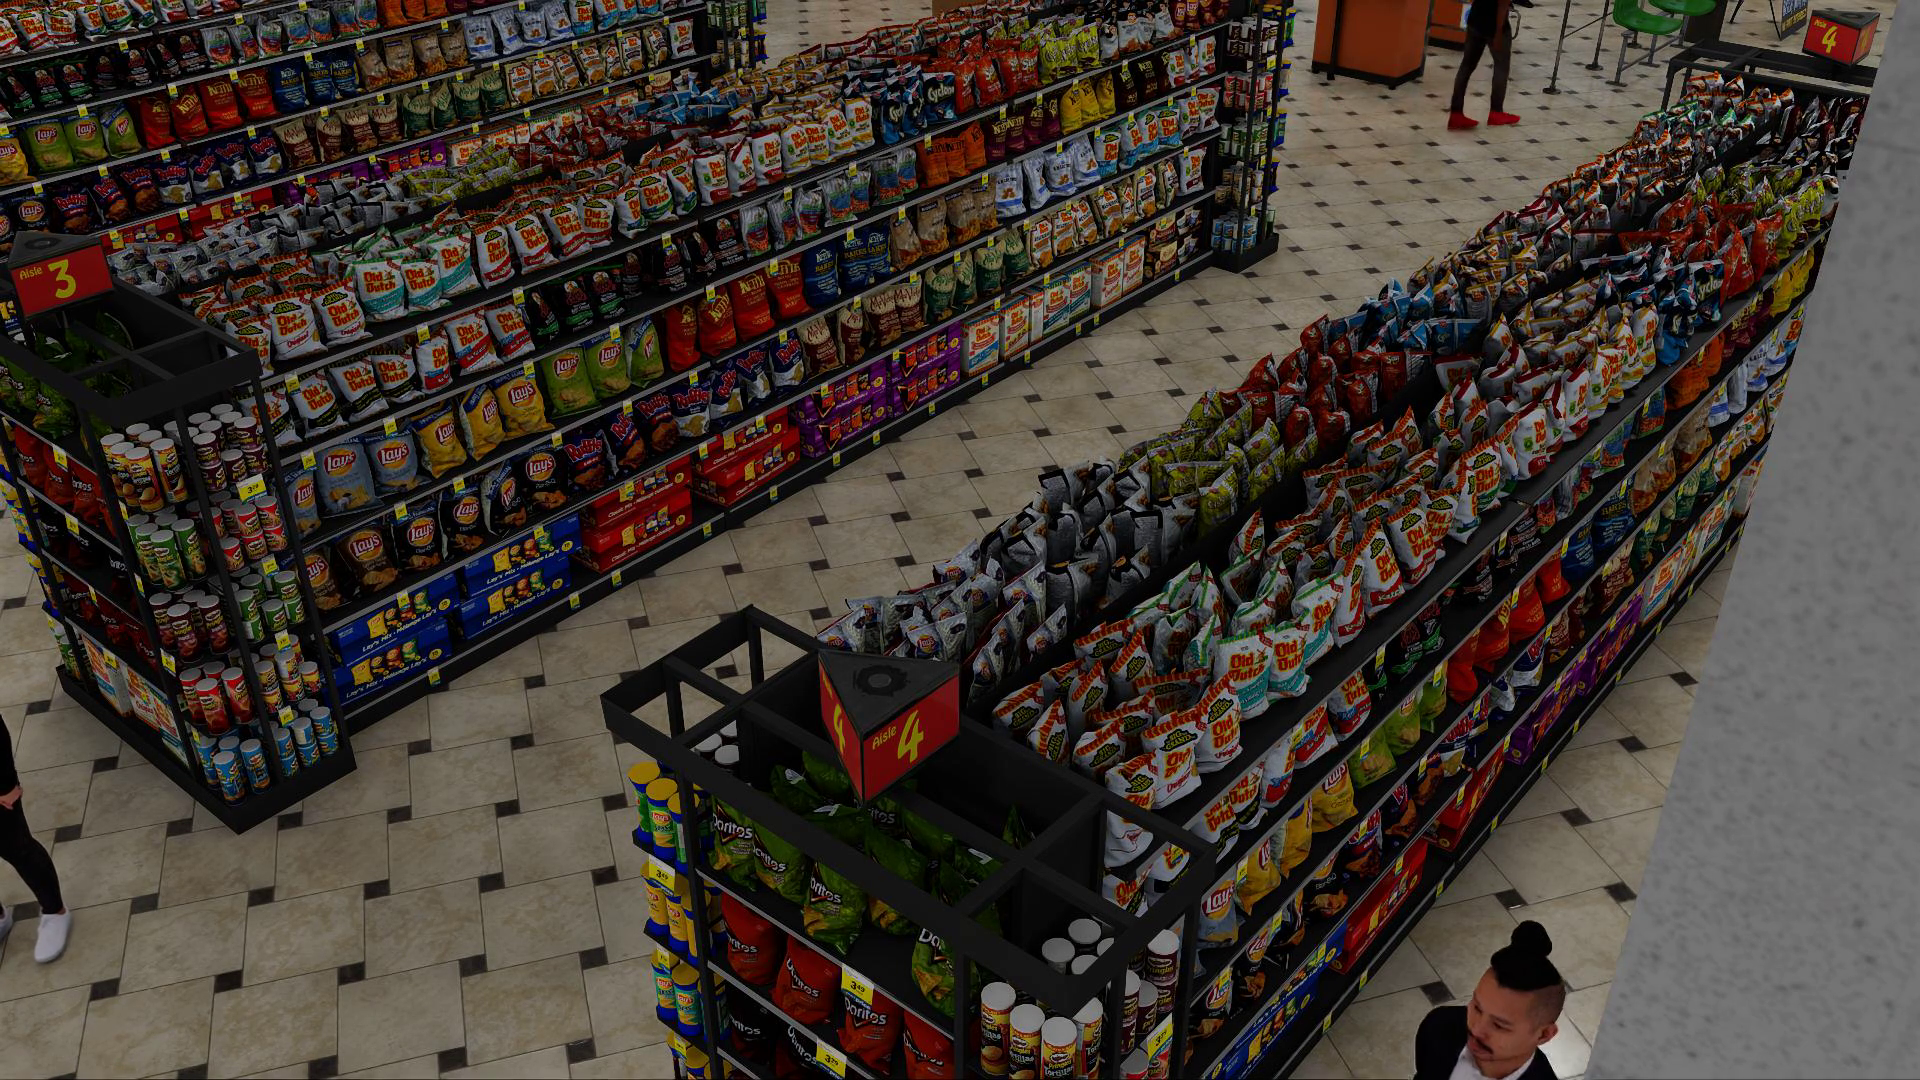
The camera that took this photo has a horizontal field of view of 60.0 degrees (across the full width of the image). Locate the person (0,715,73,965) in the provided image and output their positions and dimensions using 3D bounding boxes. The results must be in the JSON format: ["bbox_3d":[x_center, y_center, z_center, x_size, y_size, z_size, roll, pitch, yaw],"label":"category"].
[{"bbox_3d":[-3.526,0.809,5.852,0.691,1.681,0.743,-1,32,-2],"label":"person"}]

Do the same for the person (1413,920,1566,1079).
[{"bbox_3d":[1.352,1.711,4.177,1.283,1.919,1.013,-16,35,-24],"label":"person"}]

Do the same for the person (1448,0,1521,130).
[{"bbox_3d":[4.367,-4.334,14.018,1.023,1.786,0.918,-11,34,-18],"label":"person"}]
